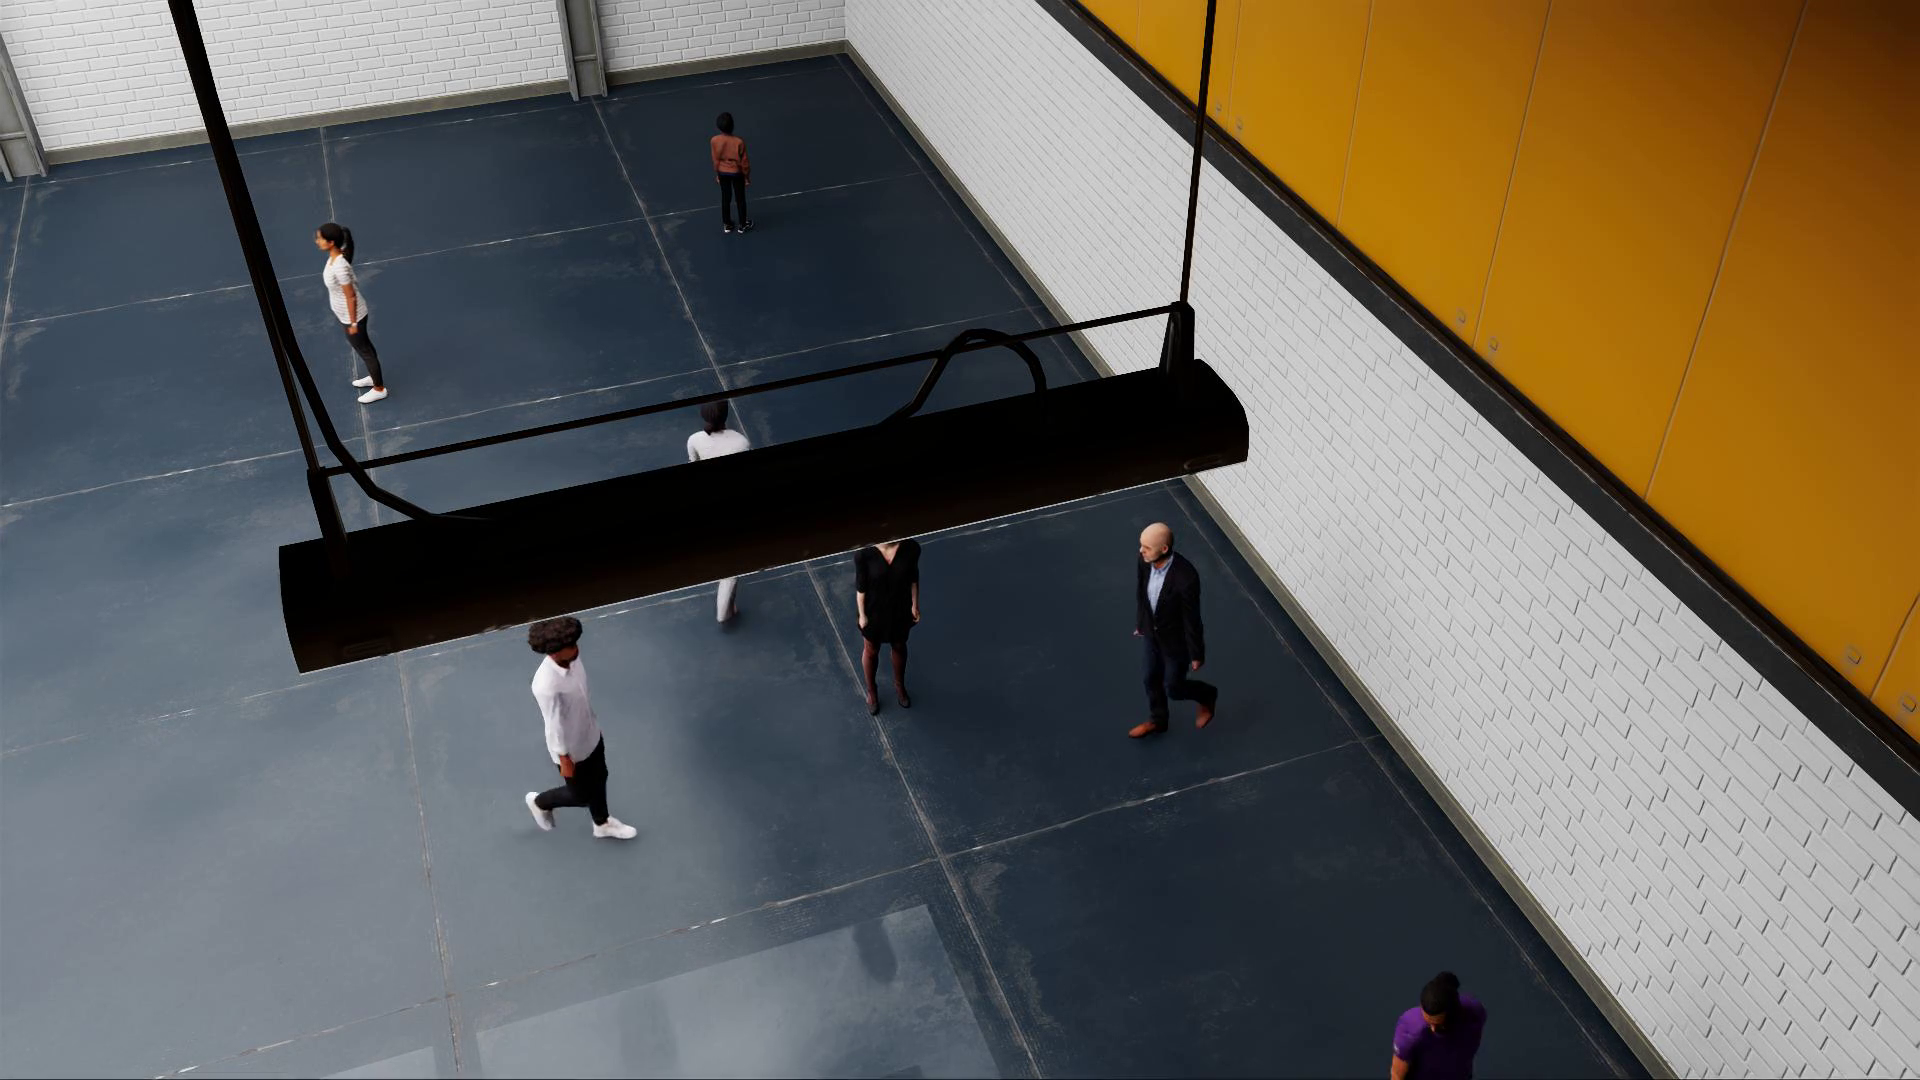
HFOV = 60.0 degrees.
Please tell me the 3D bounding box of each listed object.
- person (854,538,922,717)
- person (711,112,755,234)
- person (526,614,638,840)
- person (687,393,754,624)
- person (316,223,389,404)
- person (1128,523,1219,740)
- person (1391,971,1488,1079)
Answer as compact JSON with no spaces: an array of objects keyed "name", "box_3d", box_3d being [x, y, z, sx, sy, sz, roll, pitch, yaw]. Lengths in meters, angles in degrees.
[{"name":"person","box_3d":[-0.482,0.448,10.928,0.466,1.706,0.667,-9,39,-11]},{"name":"person","box_3d":[-2.258,-3.622,16.386,0.559,1.255,0.658,7,39,9]},{"name":"person","box_3d":[-2.381,1.161,9.963,1.033,1.795,0.921,9,39,11]},{"name":"person","box_3d":[-1.662,-0.207,11.760,1.184,1.690,1.153,11,40,13]},{"name":"person","box_3d":[-5.090,-1.918,13.938,0.508,1.646,0.559,-14,41,-17]},{"name":"person","box_3d":[1.405,0.590,10.699,0.969,1.768,0.855,-28,46,-30]},{"name":"person","box_3d":[2.343,2.625,8.180,0.475,1.733,0.887,-24,44,-27]}]
